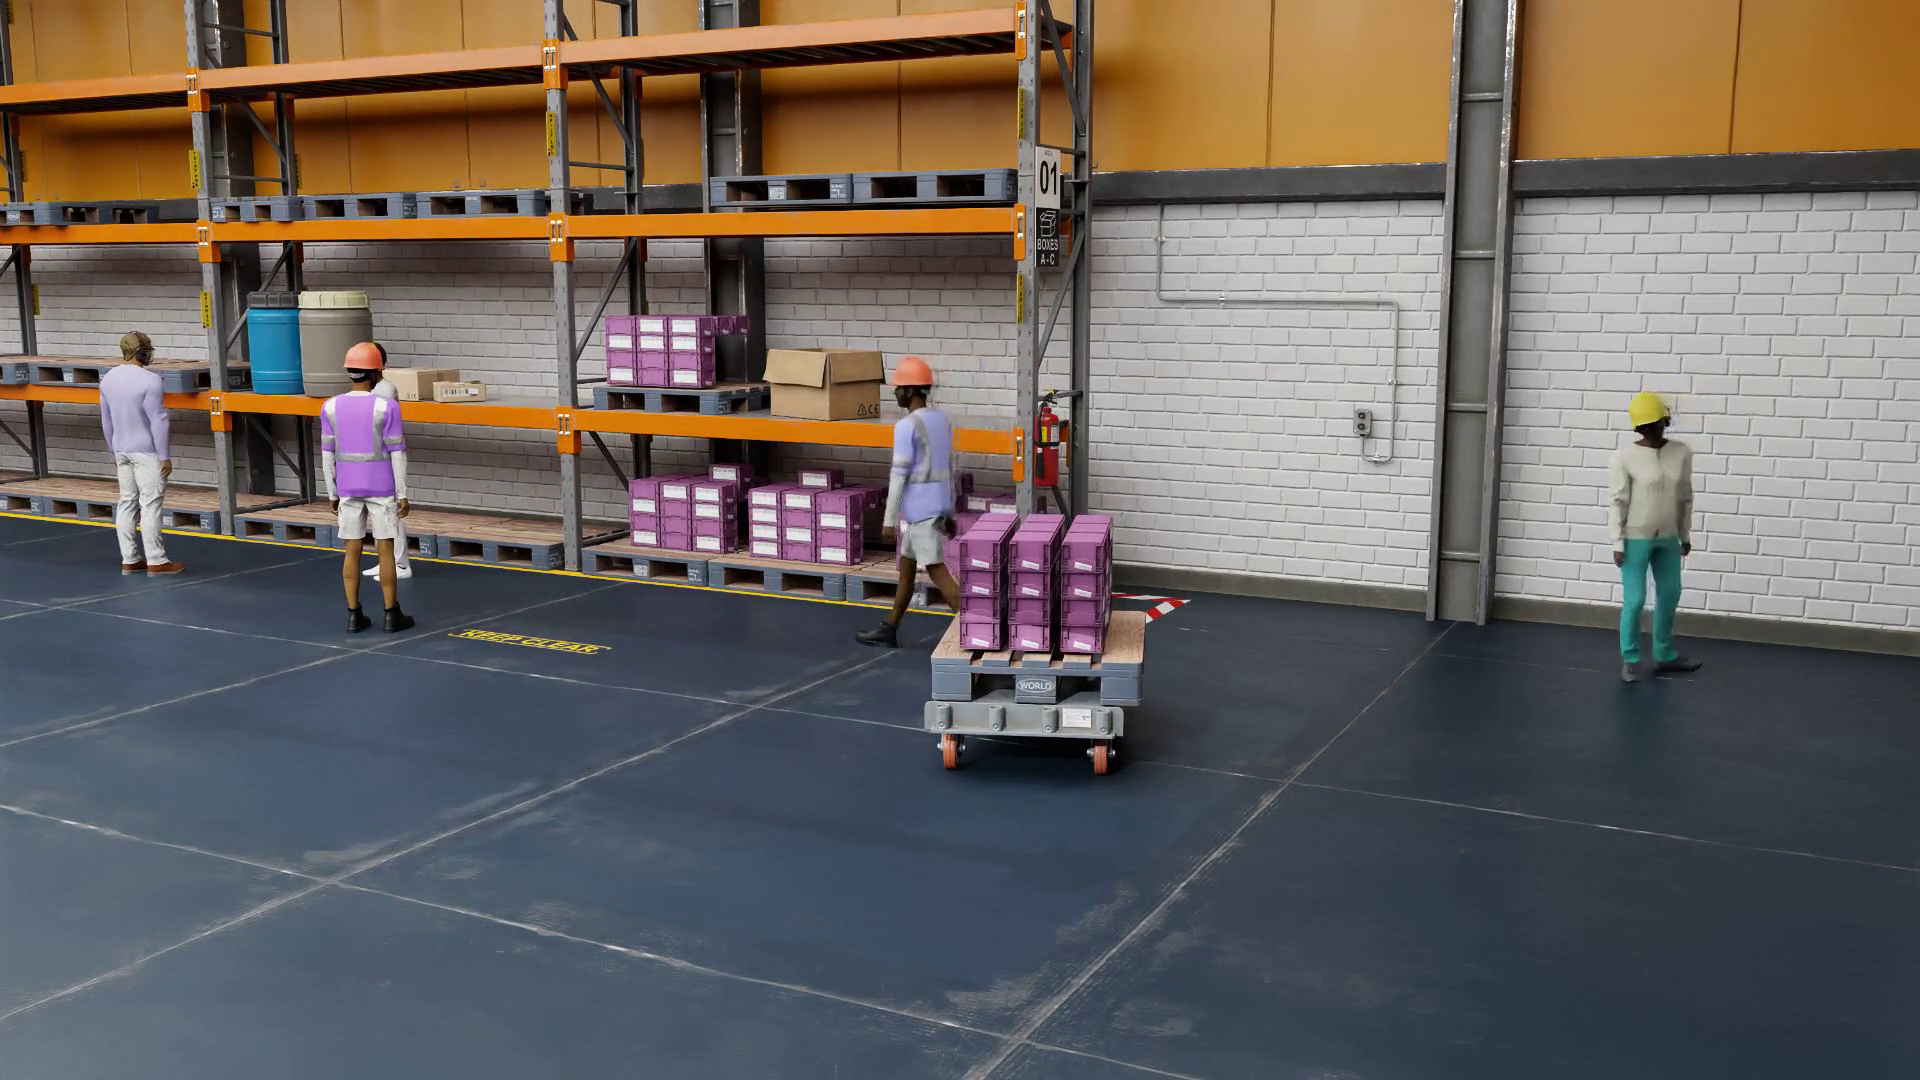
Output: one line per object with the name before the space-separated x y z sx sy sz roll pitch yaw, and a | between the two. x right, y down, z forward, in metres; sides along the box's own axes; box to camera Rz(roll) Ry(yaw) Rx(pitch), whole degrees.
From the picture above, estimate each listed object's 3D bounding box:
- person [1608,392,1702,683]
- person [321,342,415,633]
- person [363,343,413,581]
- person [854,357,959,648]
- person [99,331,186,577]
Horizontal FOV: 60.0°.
person | 4.095 -0.013 9.726 0.722 1.716 0.375 -3 10 -16
person | -3.936 -0.342 11.079 0.551 1.934 0.373 0 9 3
person | -4.517 -0.612 12.995 0.321 1.860 0.512 -6 11 -34
person | -0.216 -0.191 10.338 1.024 1.890 0.565 5 10 26
person | -6.476 -0.677 13.134 0.630 1.938 0.366 4 10 24
